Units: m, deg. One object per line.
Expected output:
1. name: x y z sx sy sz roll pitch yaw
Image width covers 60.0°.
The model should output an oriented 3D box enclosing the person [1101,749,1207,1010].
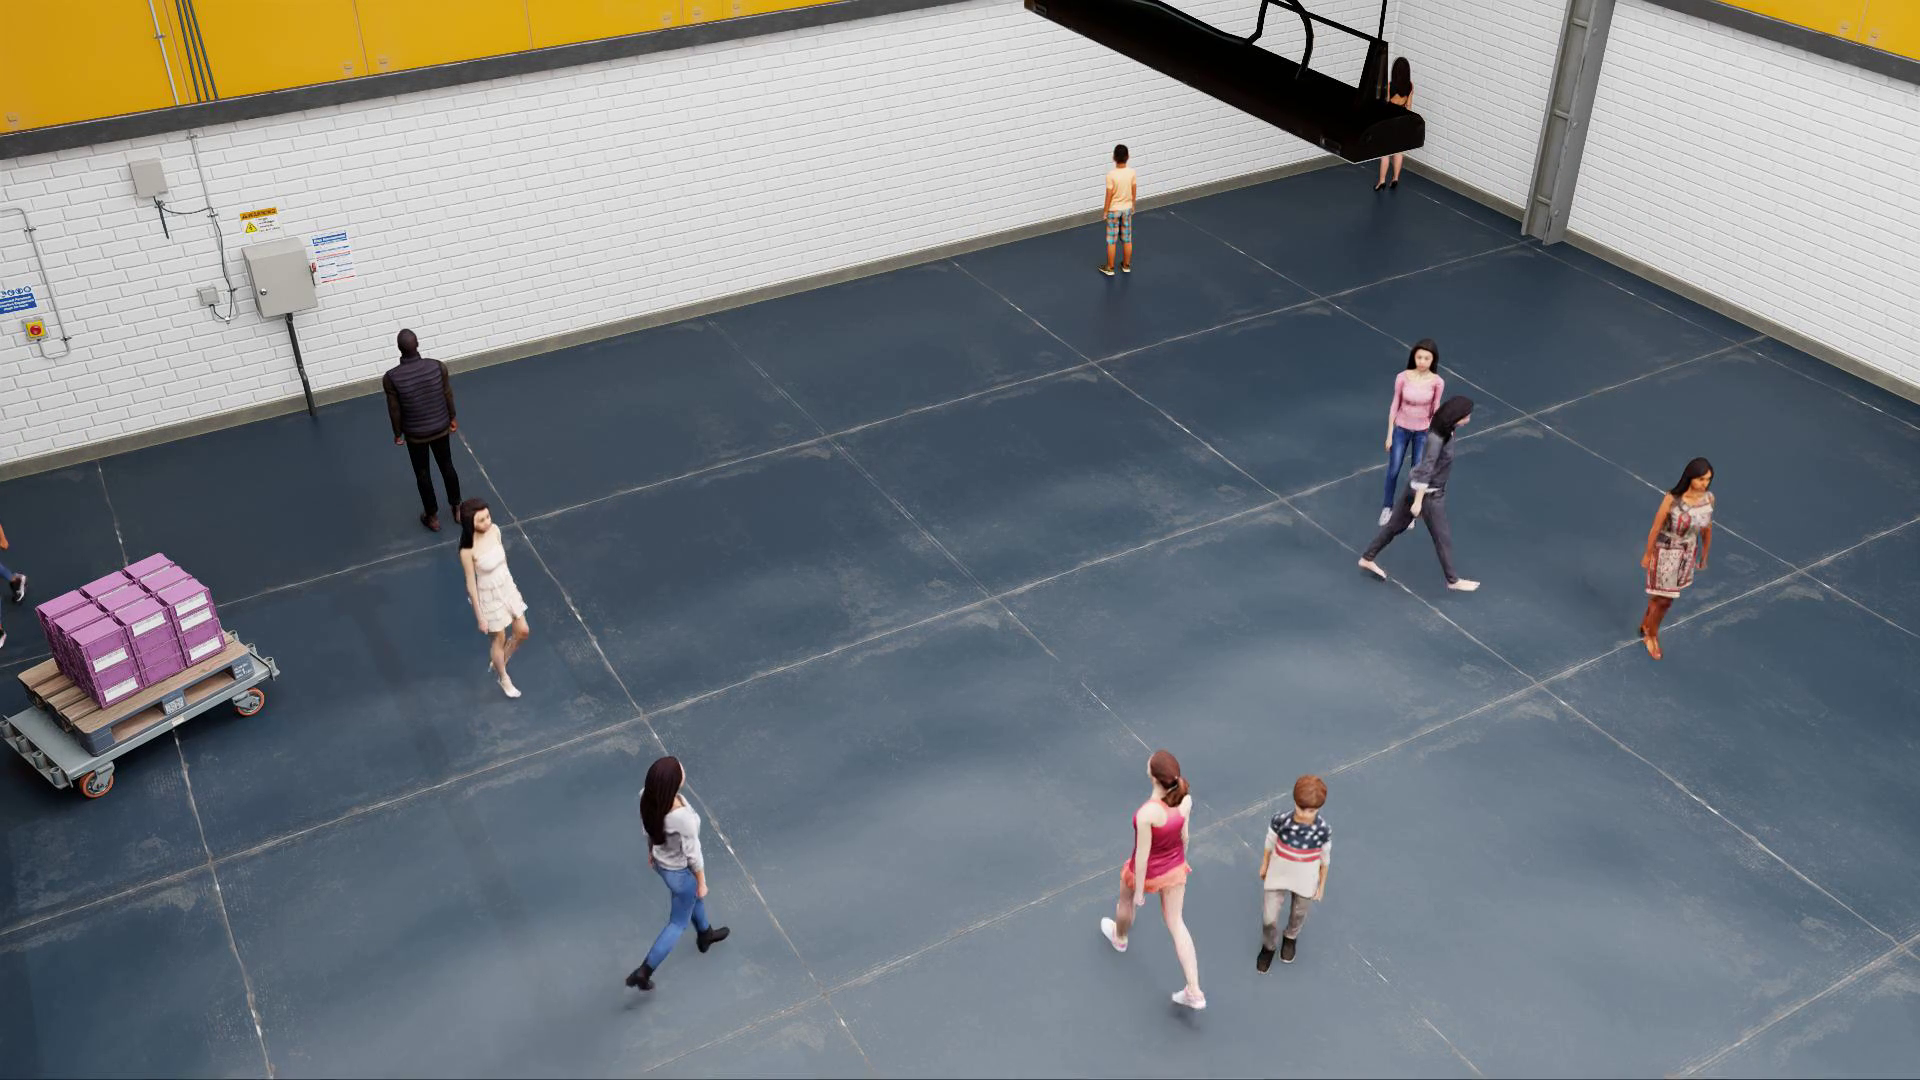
1. person: 1.186 1.967 9.589 0.568 1.715 1.151 -17 37 -24

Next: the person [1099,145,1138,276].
1. person: 1.750 -3.619 18.222 0.558 1.461 0.532 -12 35 -17

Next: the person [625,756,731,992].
1. person: -1.712 1.964 9.692 0.835 1.605 1.012 -28 43 -35

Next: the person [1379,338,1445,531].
1. person: 3.771 -0.896 13.872 0.623 1.743 0.688 10 35 14

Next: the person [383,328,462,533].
1. person: -4.442 -0.923 13.828 0.694 1.836 0.567 -20 38 -27

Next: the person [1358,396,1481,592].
1. person: 3.570 -0.372 13.130 1.256 1.690 1.157 12 35 18

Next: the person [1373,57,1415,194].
1. person: 5.270 -5.027 20.172 0.622 1.647 0.601 -5 34 -7

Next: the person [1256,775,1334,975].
1. person: 1.995 1.927 9.909 0.682 1.428 0.741 7 34 11

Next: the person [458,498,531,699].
1. person: -3.403 0.416 11.916 0.760 1.723 0.715 16 37 22

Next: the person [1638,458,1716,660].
1. person: 5.338 0.056 12.535 0.742 1.636 0.787 -7 34 -10
